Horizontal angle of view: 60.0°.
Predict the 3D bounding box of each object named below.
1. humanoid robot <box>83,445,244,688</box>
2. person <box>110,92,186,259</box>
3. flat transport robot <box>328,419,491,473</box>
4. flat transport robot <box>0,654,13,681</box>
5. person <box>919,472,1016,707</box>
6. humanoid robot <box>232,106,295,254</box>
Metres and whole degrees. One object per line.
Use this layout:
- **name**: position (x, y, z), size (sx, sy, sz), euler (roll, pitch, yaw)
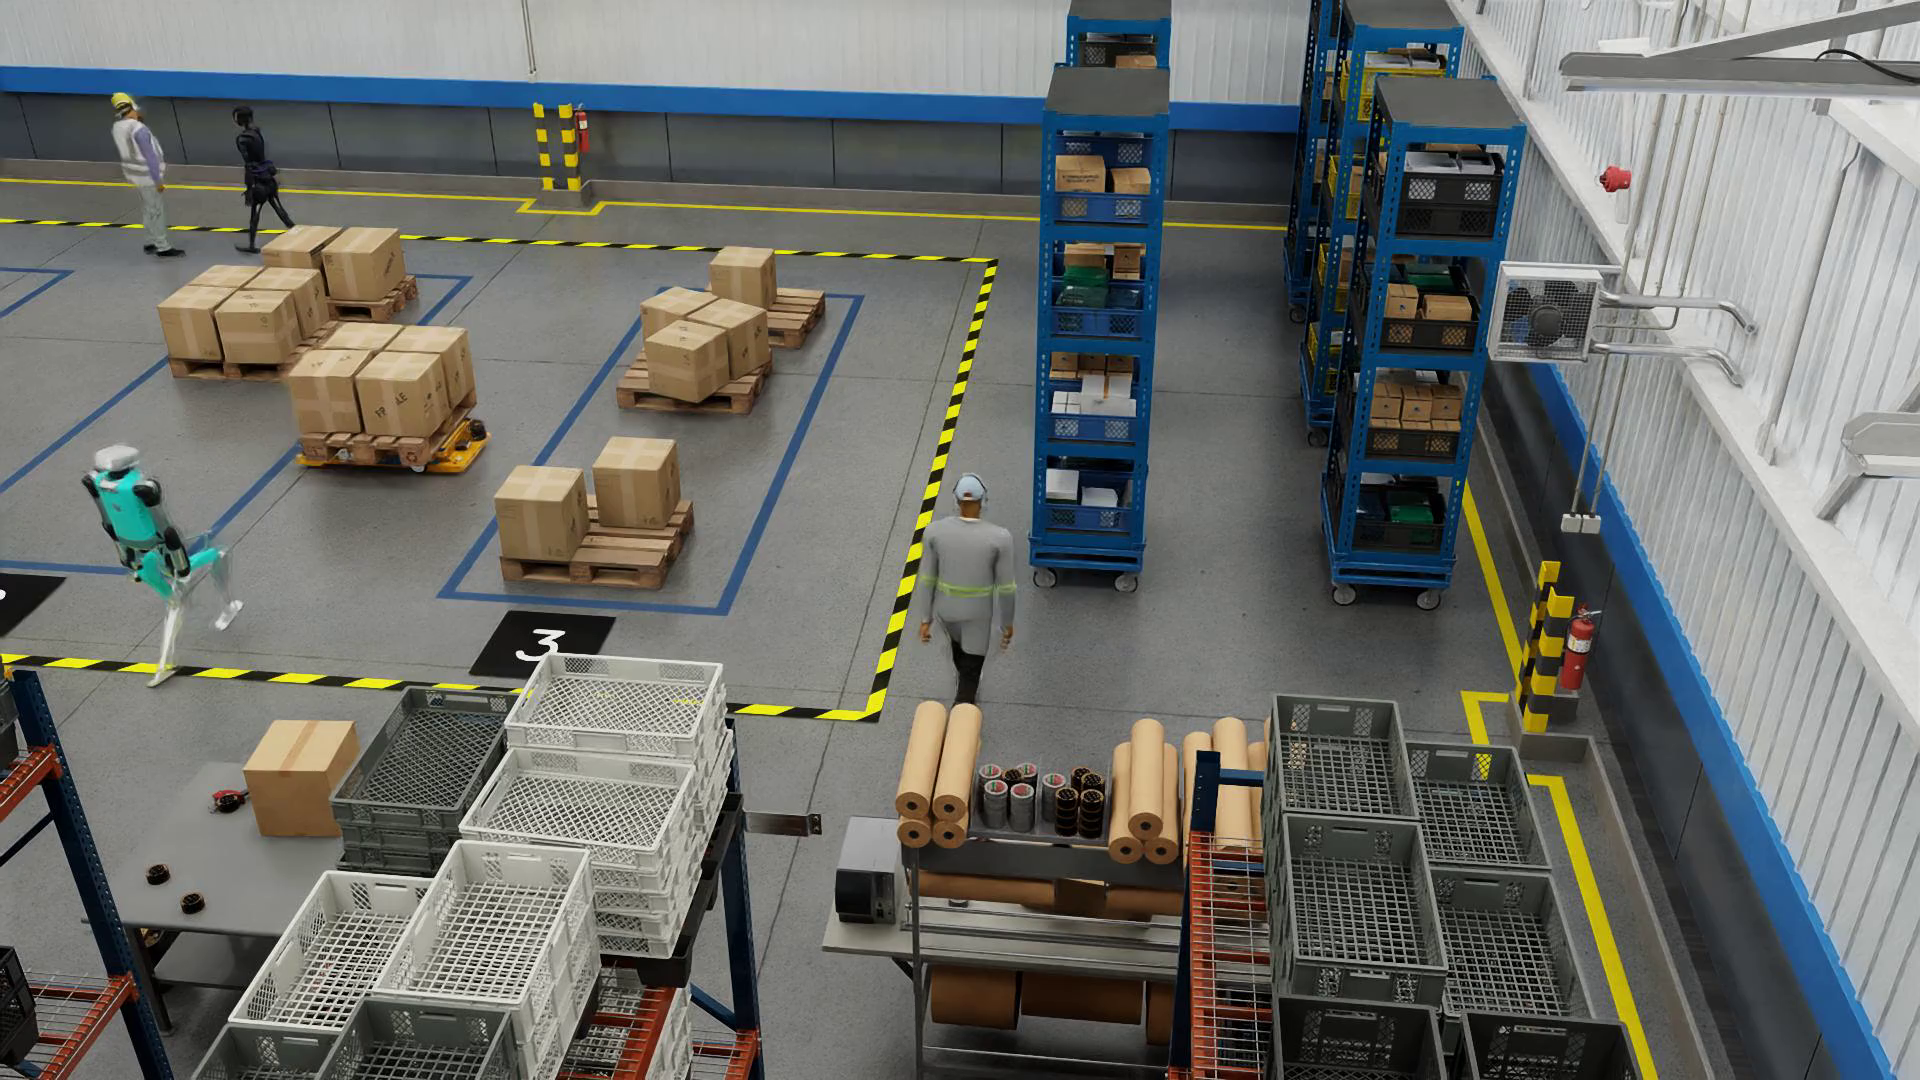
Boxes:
- **humanoid robot**: position (-5.268, 0.049, 11.213), size (0.531, 1.773, 1.065), euler (9, 31, 14)
- **person**: position (-8.741, -3.885, 17.856), size (0.634, 1.778, 0.406), euler (27, 39, 38)
- **flat transport robot**: position (-4.784, -0.834, 14.078), size (1.431, 0.197, 0.652), euler (3, 30, 6)
- **flat transport robot**: position (-7.142, 0.969, 11.010), size (1.431, 0.231, 0.659), euler (3, 30, 6)
- **person**: position (0.035, 0.461, 10.405), size (0.608, 1.763, 1.109), euler (8, 31, 13)
- **humanoid robot**: position (-7.589, -3.905, 18.025), size (0.785, 1.622, 0.589), euler (-2, 30, -3)
